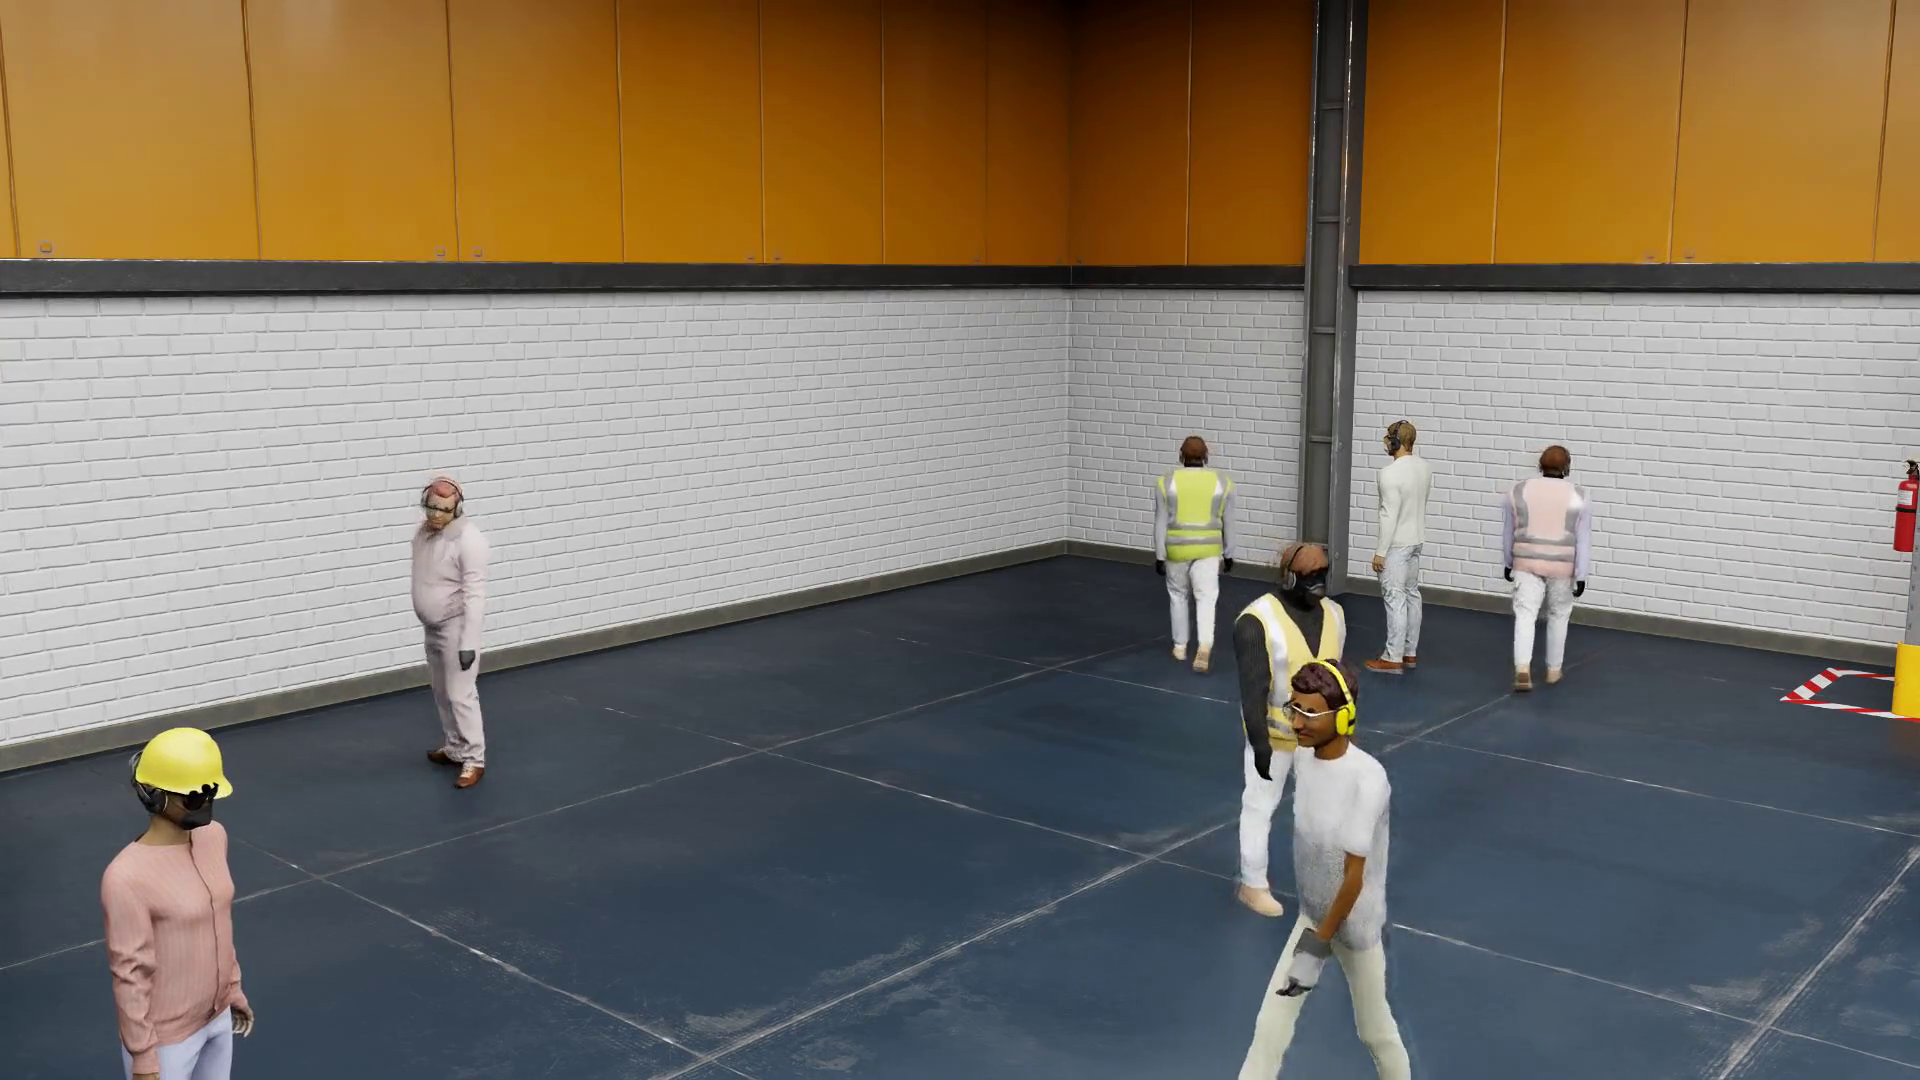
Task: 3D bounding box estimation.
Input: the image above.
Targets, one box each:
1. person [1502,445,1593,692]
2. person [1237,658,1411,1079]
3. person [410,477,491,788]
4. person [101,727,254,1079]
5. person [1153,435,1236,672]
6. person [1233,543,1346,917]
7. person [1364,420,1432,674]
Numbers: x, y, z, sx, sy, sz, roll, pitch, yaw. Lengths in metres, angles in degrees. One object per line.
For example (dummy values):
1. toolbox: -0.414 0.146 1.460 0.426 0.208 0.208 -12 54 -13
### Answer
1. person: 4.278 0.205 12.172 0.628 1.811 0.865 4 10 22
2. person: 1.164 1.276 5.430 1.007 1.808 0.504 -4 10 -26
3. person: -3.060 0.532 9.928 0.462 1.870 0.792 -9 13 -44
4. person: -2.226 1.400 4.811 0.324 1.760 0.523 1 9 6
5. person: 1.812 0.096 12.854 0.634 1.812 0.879 1 9 4
6. person: 1.583 0.925 7.658 0.641 1.806 0.873 -4 10 -24
7. person: 3.350 0.052 12.713 0.371 1.940 0.630 8 12 40
